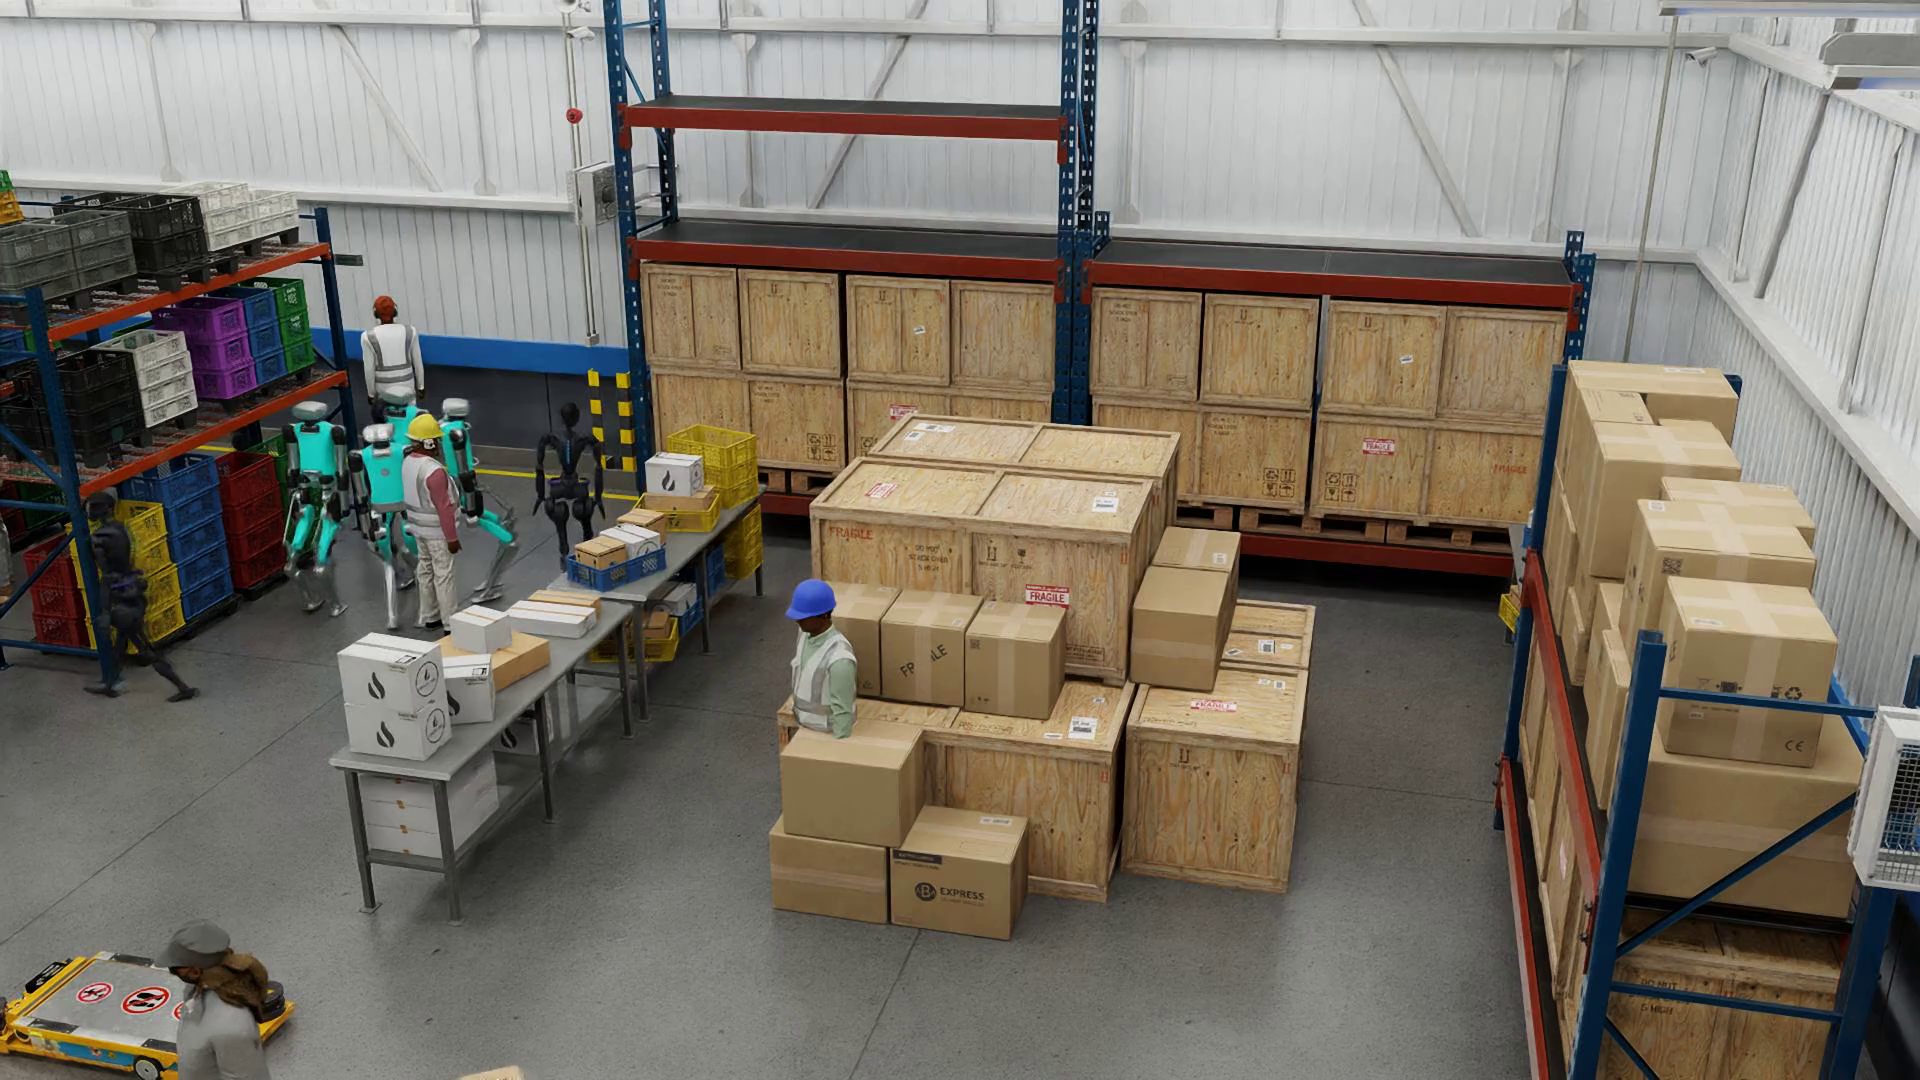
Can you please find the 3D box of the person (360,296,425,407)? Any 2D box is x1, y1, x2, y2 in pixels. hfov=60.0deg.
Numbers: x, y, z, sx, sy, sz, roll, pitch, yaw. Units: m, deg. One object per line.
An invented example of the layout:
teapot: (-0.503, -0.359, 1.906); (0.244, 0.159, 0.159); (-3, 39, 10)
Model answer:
person: (-5.698, -1.534, 16.796); (0.582, 1.881, 0.337); (-12, 24, -29)

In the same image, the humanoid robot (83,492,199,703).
humanoid robot: (-6.062, 0.434, 12.030); (0.844, 1.619, 0.602); (-3, 21, -9)

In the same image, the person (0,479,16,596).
person: (-8.247, -0.411, 13.916); (0.430, 1.845, 0.620); (-8, 22, -19)

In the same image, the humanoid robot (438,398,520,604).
humanoid robot: (-3.918, -0.357, 13.839); (0.679, 1.749, 0.549); (-10, 23, -25)

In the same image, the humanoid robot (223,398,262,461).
humanoid robot: (-6.891, -1.089, 15.962); (0.534, 1.623, 0.608); (-7, 22, -18)

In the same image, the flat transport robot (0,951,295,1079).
flat transport robot: (-4.270, 2.464, 8.601); (1.431, 0.231, 0.659); (5, 22, 13)

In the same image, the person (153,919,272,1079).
person: (-2.983, 2.326, 6.860); (0.397, 1.766, 0.572); (-13, 25, -31)

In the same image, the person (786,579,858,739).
person: (-0.804, 1.121, 9.780); (0.411, 1.939, 0.602); (-10, 23, -25)

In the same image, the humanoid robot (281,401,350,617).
humanoid robot: (-5.269, -0.214, 13.473); (0.530, 1.722, 0.766); (2, 21, 6)

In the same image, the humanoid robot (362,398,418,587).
humanoid robot: (-4.763, -0.413, 14.158); (0.609, 1.649, 0.308); (3, 21, 8)

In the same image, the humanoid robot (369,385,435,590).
humanoid robot: (-4.724, -0.344, 13.996); (0.553, 1.862, 0.699); (5, 21, 12)

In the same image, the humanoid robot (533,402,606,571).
humanoid robot: (-3.328, -0.370, 14.136); (0.601, 1.637, 0.801); (-4, 21, -10)

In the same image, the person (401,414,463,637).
person: (-4.135, -0.103, 13.126); (0.588, 1.832, 0.404); (18, 27, 39)

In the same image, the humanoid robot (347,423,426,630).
humanoid robot: (-4.523, -0.152, 13.301); (0.545, 1.733, 0.701); (-6, 22, -16)

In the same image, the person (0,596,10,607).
person: (-8.107, -0.351, 13.484); (0.389, 2.040, 0.613); (1, 21, 2)
